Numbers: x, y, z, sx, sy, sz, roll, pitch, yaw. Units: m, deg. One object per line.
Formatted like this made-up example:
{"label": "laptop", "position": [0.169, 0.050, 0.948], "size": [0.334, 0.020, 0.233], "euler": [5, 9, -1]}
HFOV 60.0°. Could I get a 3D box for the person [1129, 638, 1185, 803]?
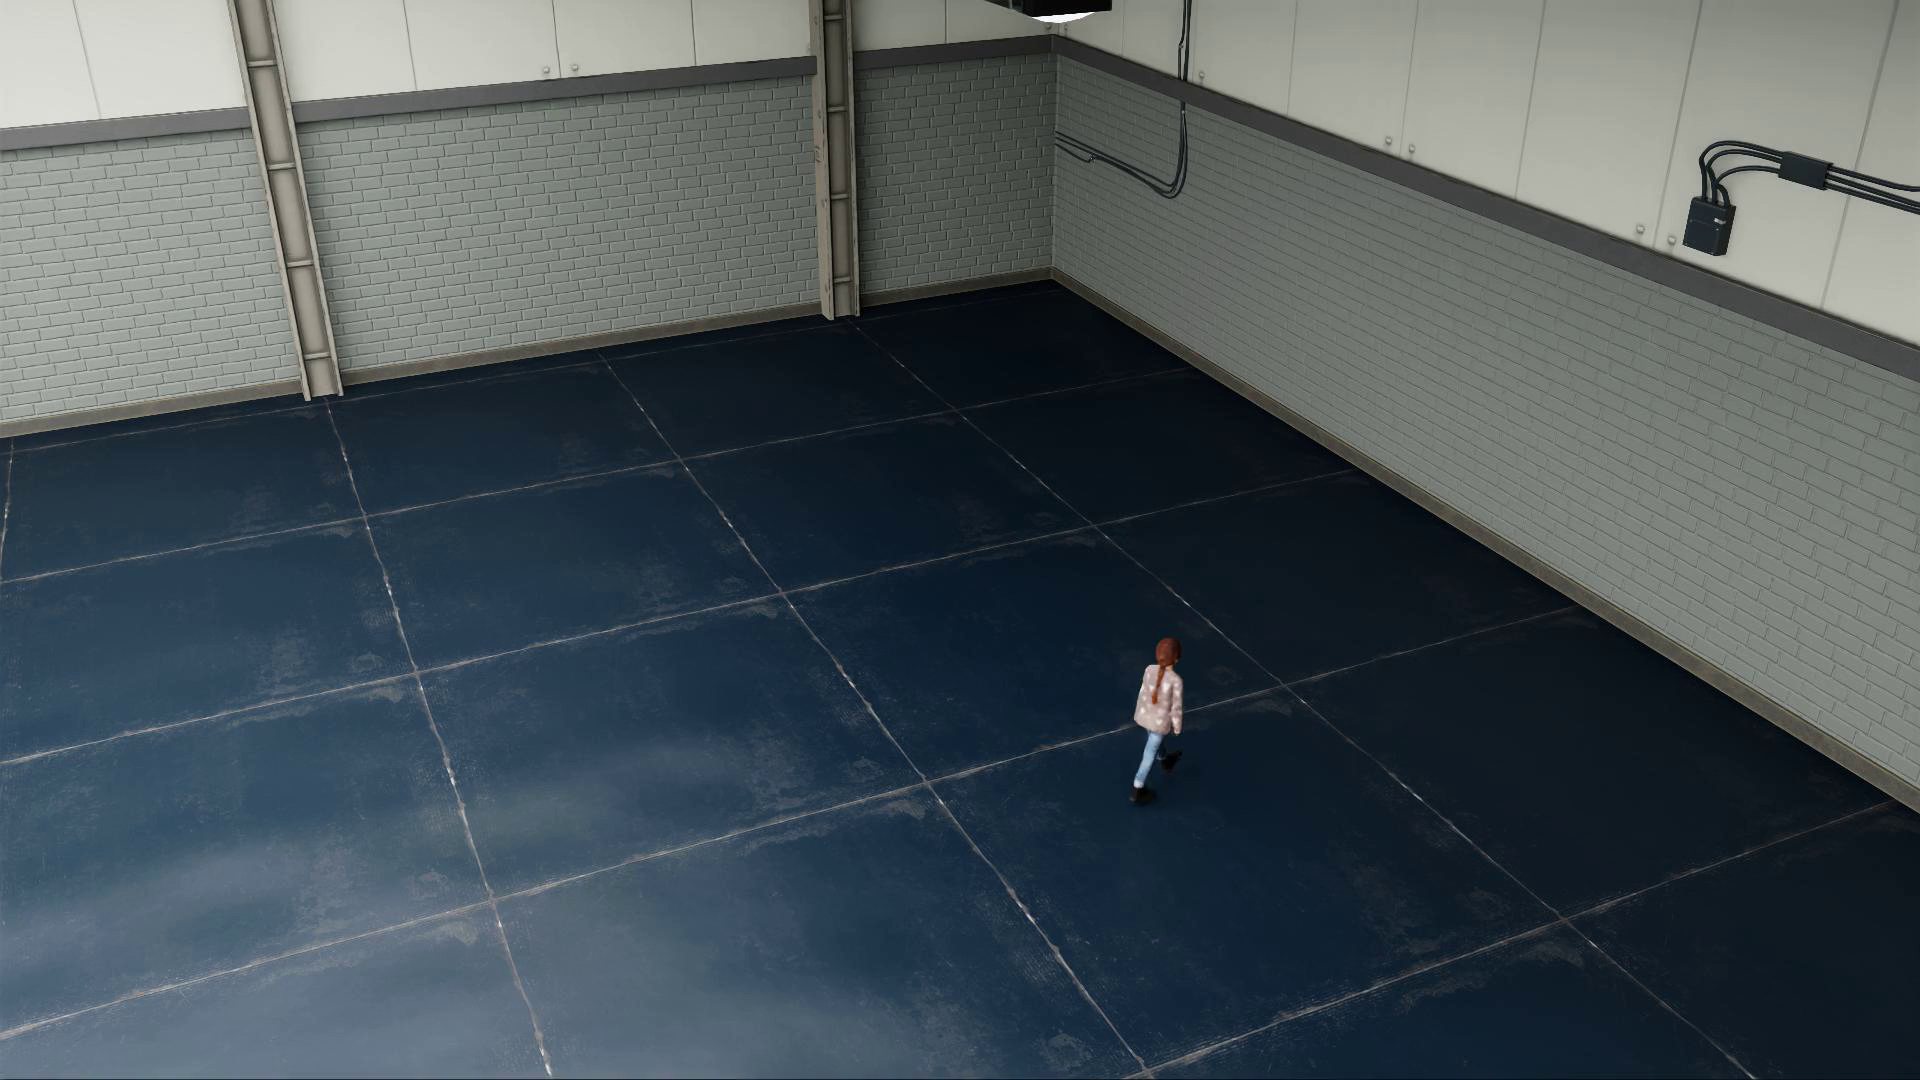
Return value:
{"label": "person", "position": [1.298, 1.235, 11.241], "size": [0.901, 1.154, 0.666], "euler": [-24, 35, -38]}
